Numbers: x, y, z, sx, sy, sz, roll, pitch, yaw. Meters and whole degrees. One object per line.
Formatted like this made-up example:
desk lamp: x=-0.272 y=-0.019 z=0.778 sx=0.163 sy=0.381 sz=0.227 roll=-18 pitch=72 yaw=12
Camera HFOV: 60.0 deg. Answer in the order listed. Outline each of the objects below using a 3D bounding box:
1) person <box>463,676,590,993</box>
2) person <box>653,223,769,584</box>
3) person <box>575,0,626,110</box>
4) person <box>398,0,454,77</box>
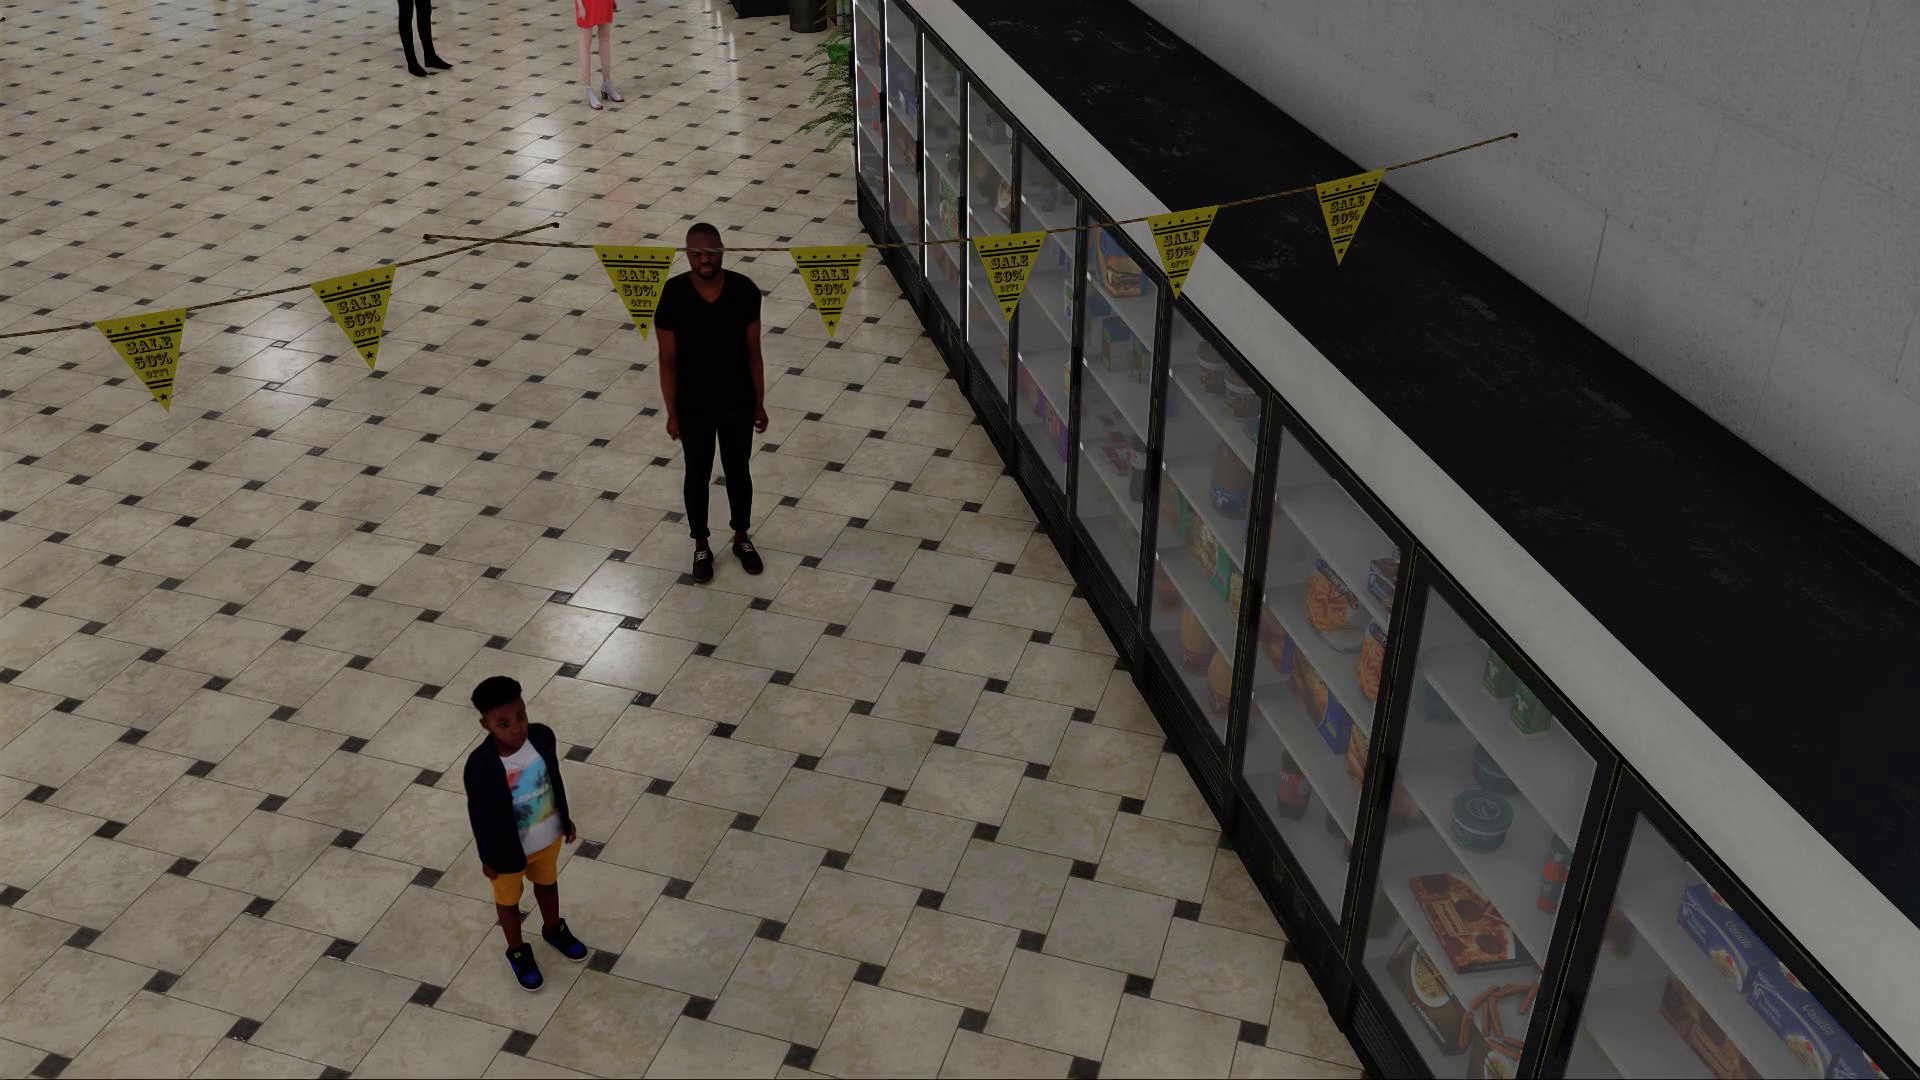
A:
person: x=-1.541 y=1.003 z=5.834 sx=0.669 sy=1.271 sz=0.590 roll=27 pitch=41 yaw=37
person: x=-1.179 y=-0.659 z=7.987 sx=0.495 sy=1.819 sz=0.727 roll=-9 pitch=33 yaw=-15
person: x=-3.201 y=-4.719 z=14.504 sx=0.733 sy=1.827 sz=0.644 roll=22 pitch=38 yaw=32
person: x=-5.079 y=-5.291 z=15.361 sx=0.847 sy=1.893 sz=0.770 roll=20 pitch=37 yaw=29
